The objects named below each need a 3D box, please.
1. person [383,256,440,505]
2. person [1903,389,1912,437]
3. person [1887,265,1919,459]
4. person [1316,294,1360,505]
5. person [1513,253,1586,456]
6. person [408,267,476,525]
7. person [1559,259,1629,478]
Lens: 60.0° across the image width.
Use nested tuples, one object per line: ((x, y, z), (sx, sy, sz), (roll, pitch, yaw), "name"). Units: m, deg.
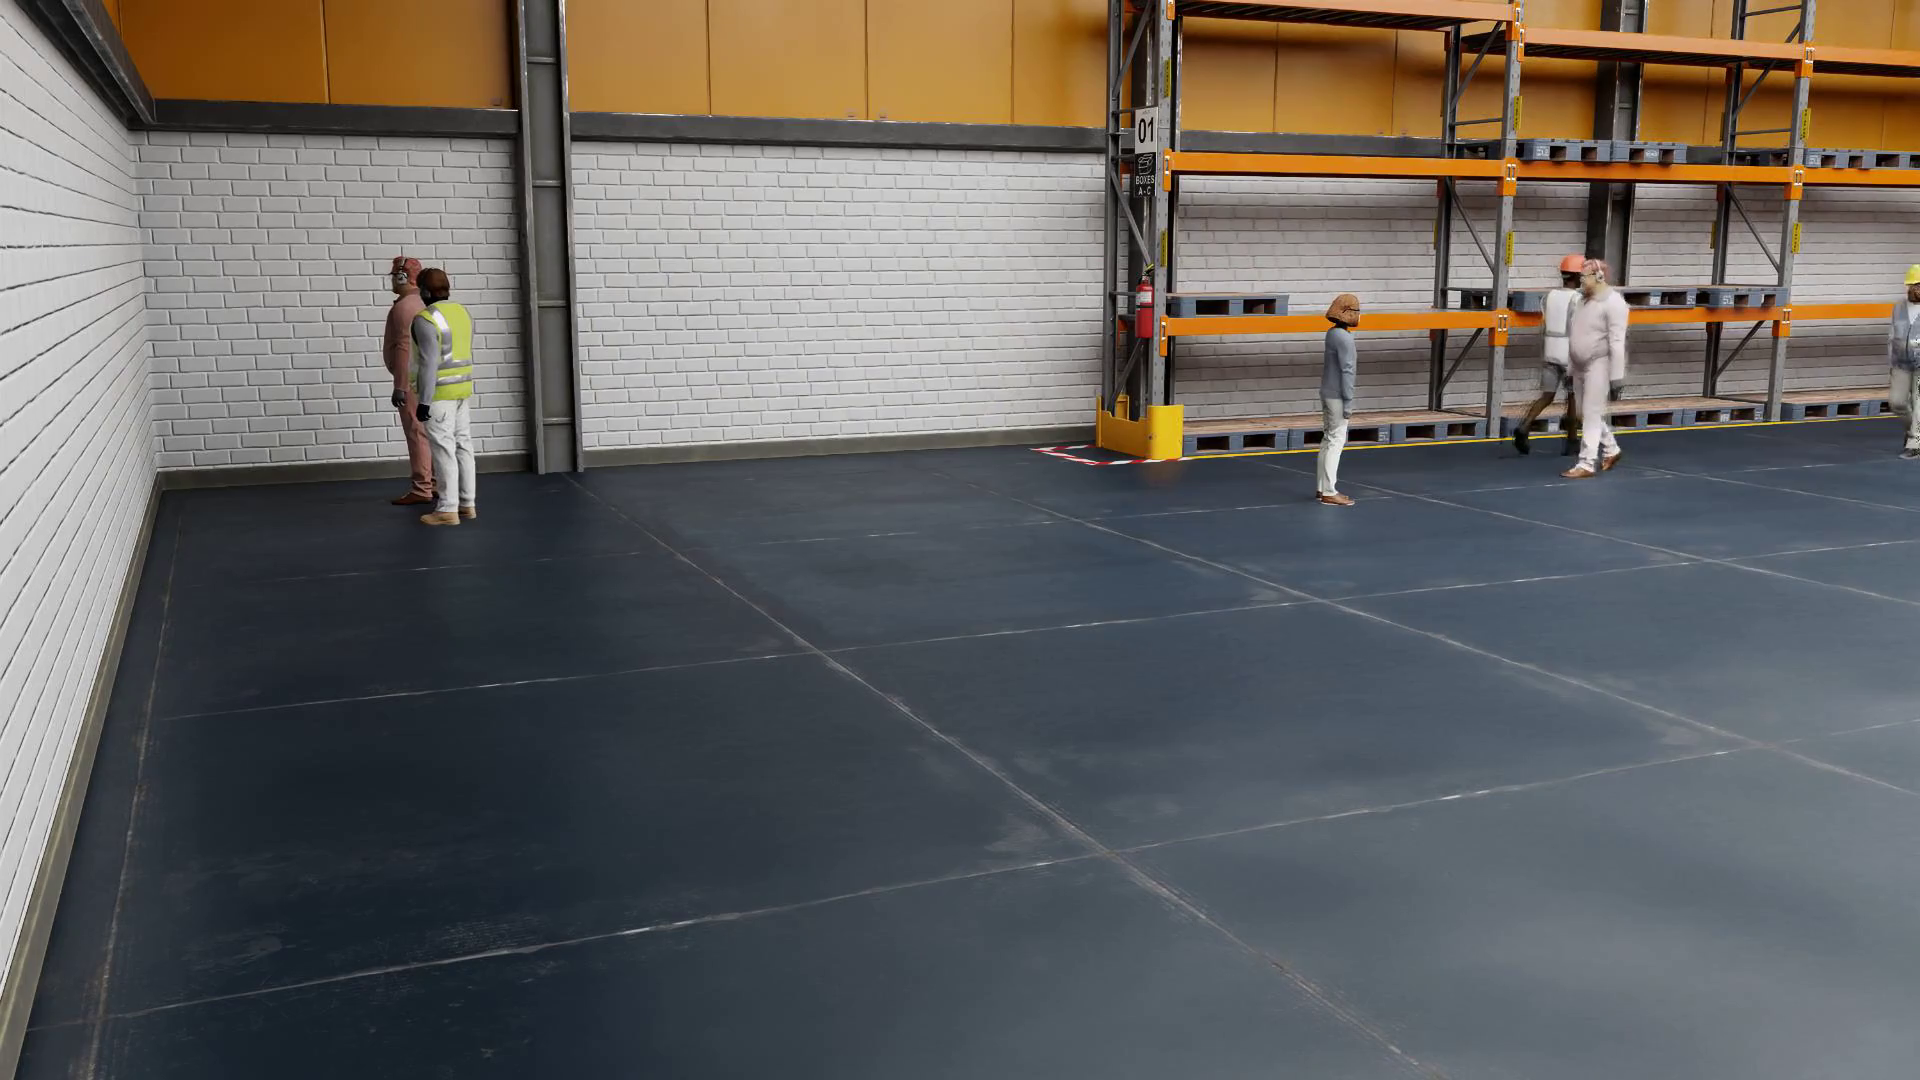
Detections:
((-4.241, -1.226, 12.867), (0.407, 1.909, 0.638), (1, 10, 3), "person")
((9.930, -1.885, 17.153), (0.374, 1.681, 0.550), (-5, 11, -26), "person")
((8.985, -1.665, 15.574), (0.521, 1.811, 0.596), (-7, 12, -34), "person")
((2.931, -1.084, 12.866), (0.278, 1.626, 0.499), (-1, 10, -3), "person")
((5.615, -1.719, 15.584), (0.808, 1.917, 0.549), (-6, 12, -31), "person")
((-3.726, -1.028, 11.949), (0.430, 1.840, 0.625), (2, 10, 13), "person")
((5.528, -1.479, 14.399), (0.664, 1.911, 0.669), (-2, 10, -11), "person")
